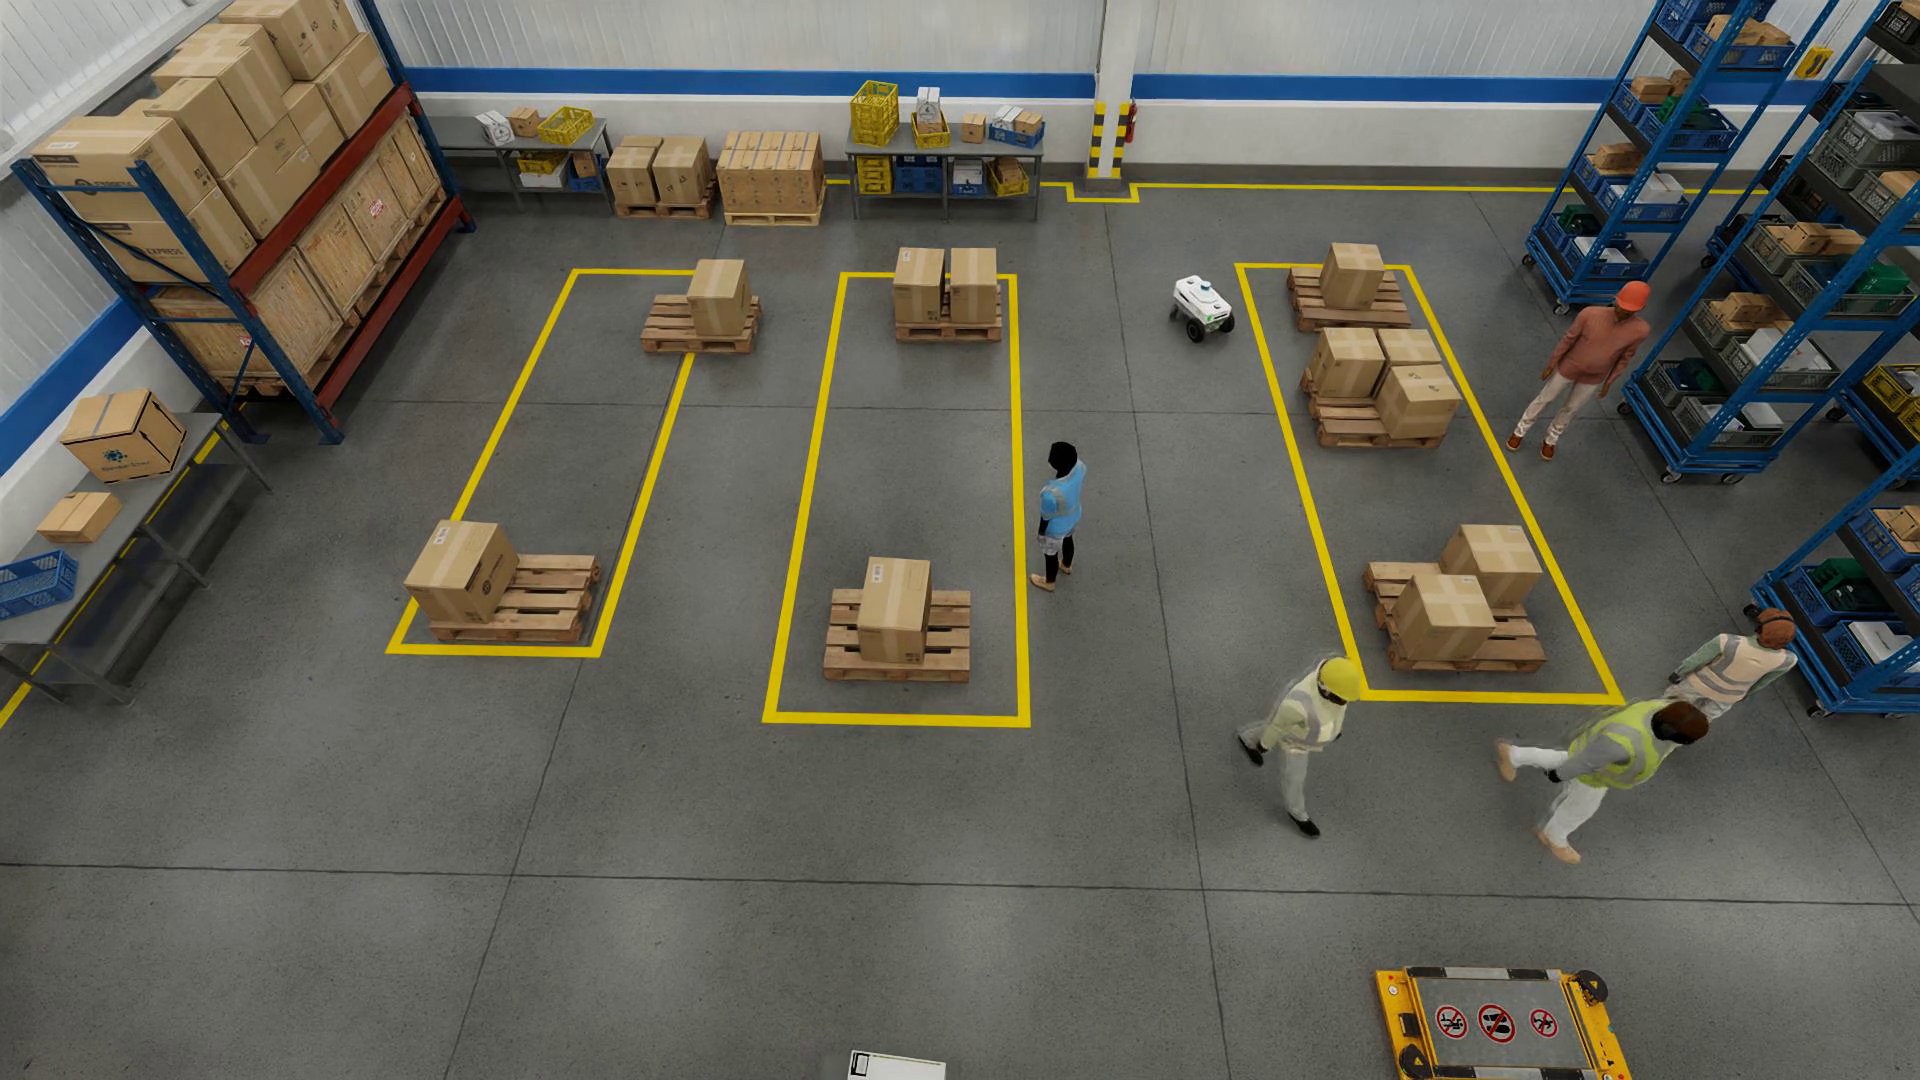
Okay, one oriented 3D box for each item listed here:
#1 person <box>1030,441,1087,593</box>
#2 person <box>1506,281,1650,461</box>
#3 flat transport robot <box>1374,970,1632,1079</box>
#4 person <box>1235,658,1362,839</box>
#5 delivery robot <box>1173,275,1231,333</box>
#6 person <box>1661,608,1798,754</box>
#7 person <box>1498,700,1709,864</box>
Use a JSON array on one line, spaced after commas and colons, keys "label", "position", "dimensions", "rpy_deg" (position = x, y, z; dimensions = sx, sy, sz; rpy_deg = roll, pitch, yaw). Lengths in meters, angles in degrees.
[{"label": "person", "position": [0.830, -0.183, 7.708], "dimensions": [0.318, 1.693, 0.532], "rpy_deg": [32, 58, 24]}, {"label": "person", "position": [5.871, -1.587, 8.658], "dimensions": [0.613, 1.994, 0.382], "rpy_deg": [20, 54, 16]}, {"label": "flat transport robot", "position": [3.501, 3.133, 5.914], "dimensions": [1.431, 0.197, 0.652], "rpy_deg": [1, 51, 1]}, {"label": "person", "position": [2.417, 1.334, 6.416], "dimensions": [0.601, 1.786, 0.935], "rpy_deg": [-31, 57, -23]}, {"label": "delivery robot", "position": [2.757, -2.720, 10.445], "dimensions": [0.477, 0.478, 0.707], "rpy_deg": [-21, 54, -16]}, {"label": "person", "position": [5.517, 1.064, 6.729], "dimensions": [0.514, 1.634, 0.313], "rpy_deg": [19, 53, 15]}, {"label": "person", "position": [4.323, 1.465, 6.295], "dimensions": [0.630, 1.808, 0.871], "rpy_deg": [-25, 55, -19]}]
